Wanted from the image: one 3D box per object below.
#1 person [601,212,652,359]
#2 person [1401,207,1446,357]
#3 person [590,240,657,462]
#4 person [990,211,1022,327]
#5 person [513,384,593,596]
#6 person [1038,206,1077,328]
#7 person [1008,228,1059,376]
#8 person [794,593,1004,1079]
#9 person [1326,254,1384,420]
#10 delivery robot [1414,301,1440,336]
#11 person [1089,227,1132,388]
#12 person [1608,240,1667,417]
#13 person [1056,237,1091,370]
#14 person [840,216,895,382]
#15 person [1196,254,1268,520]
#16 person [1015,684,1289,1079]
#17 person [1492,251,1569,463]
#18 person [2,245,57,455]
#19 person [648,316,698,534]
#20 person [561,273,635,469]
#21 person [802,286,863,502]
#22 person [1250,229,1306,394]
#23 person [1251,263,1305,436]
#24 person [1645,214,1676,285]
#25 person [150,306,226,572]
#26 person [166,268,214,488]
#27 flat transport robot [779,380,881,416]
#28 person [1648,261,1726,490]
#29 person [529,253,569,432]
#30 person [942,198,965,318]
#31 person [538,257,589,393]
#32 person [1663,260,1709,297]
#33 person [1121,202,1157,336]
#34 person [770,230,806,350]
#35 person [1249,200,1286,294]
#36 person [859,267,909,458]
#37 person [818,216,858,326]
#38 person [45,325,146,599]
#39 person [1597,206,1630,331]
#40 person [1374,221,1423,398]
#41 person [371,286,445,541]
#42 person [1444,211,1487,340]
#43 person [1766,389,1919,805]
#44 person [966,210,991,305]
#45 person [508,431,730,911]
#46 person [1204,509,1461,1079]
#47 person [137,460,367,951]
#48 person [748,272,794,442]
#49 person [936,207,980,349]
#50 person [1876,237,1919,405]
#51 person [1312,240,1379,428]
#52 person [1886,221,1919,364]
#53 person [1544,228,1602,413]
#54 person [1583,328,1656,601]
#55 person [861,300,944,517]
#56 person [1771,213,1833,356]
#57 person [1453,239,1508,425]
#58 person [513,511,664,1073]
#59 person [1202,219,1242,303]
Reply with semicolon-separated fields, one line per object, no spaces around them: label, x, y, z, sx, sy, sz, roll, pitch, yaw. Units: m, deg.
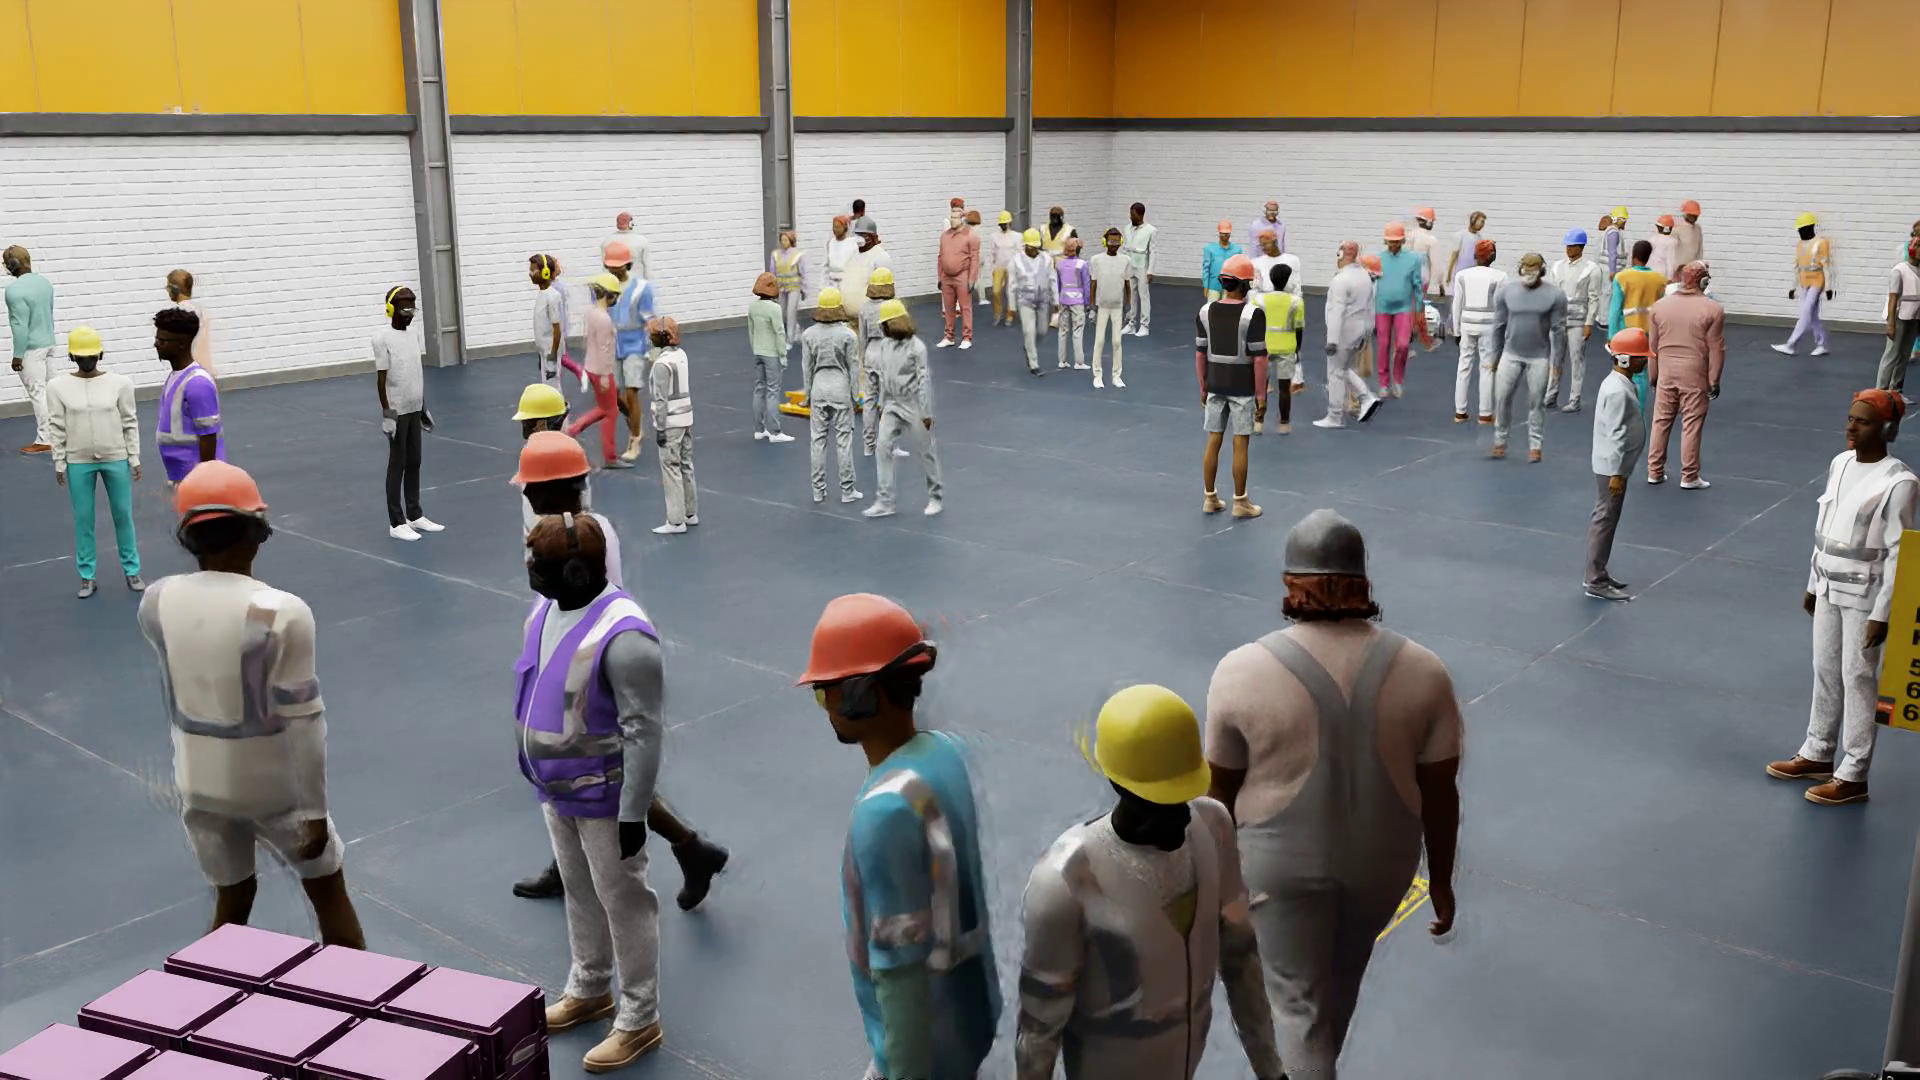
person;-4.317;-3.304;21.666;0.638;1.901;0.402;0;14;-1
person;6.157;-3.407;21.972;0.991;1.938;0.664;-7;16;-25
person;-3.038;-1.738;15.182;0.650;2.010;0.648;3;14;12
person;0.688;-4.071;25.035;0.521;1.743;0.543;3;14;11
person;-2.040;0.090;8.372;0.330;1.767;0.528;-13;19;-43
person;1.459;-4.145;25.183;0.637;1.818;0.669;6;15;21
person;0.862;-2.924;20.368;0.640;1.795;0.696;-5;15;-20
person;-0.202;1.121;3.805;0.877;1.986;0.710;2;14;9
person;4.100;-2.109;17.251;0.584;1.716;0.596;11;18;37
delivery robot;6.594;-3.135;23.522;0.477;0.478;0.707;3;14;13
person;1.739;-2.686;19.285;0.504;1.861;0.328;-1;14;-5
person;6.814;-2.058;16.773;0.622;1.896;0.481;-4;15;-16
person;1.405;-2.935;20.716;0.514;1.641;0.307;11;18;38
person;-1.066;-2.524;18.260;0.539;2.000;0.688;-13;19;-41
person;2.111;-1.177;12.873;0.608;2.044;0.371;11;18;38
person;0.432;1.201;3.728;0.968;1.867;0.598;13;19;41
person;5.123;-1.642;15.002;0.659;1.915;0.449;6;15;23
person;-8.598;-1.761;15.429;0.373;1.935;0.628;0;14;-2
person;-2.151;-0.855;12.430;0.314;1.633;0.520;2;14;9
person;-3.230;-1.474;14.662;0.597;1.735;0.546;-6;15;-23
person;-1.030;-1.174;13.463;0.487;1.746;0.290;4;14;14
person;3.628;-2.596;18.964;0.697;1.848;0.428;7;16;26
person;3.099;-1.863;16.319;0.540;1.696;0.317;3;14;12
person;10.055;-3.790;23.900;0.342;1.748;0.573;-5;15;-18
person;-4.609;-0.417;9.995;0.363;1.965;0.625;-11;18;-37
person;-6.516;-1.358;14.023;0.412;1.836;0.540;2;14;7
flat transport robot;-1.233;-1.531;17.881;0.652;0.197;1.431;12;19;41
person;6.093;-1.379;13.958;0.407;1.908;0.641;-12;18;-39
person;-3.785;-1.683;15.244;0.328;1.874;0.512;-7;16;-25
person;-0.084;-4.477;26.401;0.348;1.879;0.580;9;17;32
person;-4.451;-2.355;18.477;0.690;1.611;0.500;-11;17;-36
person;7.604;-2.136;17.543;0.394;1.620;0.530;-12;18;-39
person;2.585;-3.915;24.080;0.390;1.914;0.587;-13;19;-41
person;-2.324;-3.425;22.721;0.518;1.616;0.641;5;15;20
person;4.620;-4.115;24.899;0.643;1.905;0.399;-7;16;-26
person;-0.709;-1.623;15.264;0.487;1.744;0.294;11;18;38
person;-1.563;-3.379;22.102;0.591;1.842;0.974;9;16;31
person;-5.582;-0.508;10.767;0.523;1.766;0.315;-8;16;-28
person;9.711;-4.037;24.740;0.404;1.828;0.591;5;15;18
person;4.800;-2.546;18.482;0.642;1.966;0.570;4;14;14
person;-4.086;-0.940;12.290;0.328;1.865;0.520;4;15;17
person;7.182;-3.746;23.606;0.582;1.812;0.393;-7;16;-27
person;4.000;0.253;7.481;0.350;1.884;0.583;-1;14;-4
person;0.208;-4.759;28.070;0.515;1.611;0.727;11;18;38
person;-1.344;0.519;6.387;0.814;1.910;0.545;0;14;-1
person;1.038;0.861;4.734;0.698;2.000;1.039;-1;14;-5
person;-2.184;0.732;5.300;0.626;2.015;0.569;3;14;12
person;-1.839;-1.759;16.030;0.284;1.633;0.500;-13;19;-42
person;-0.052;-3.566;22.687;0.643;1.913;0.410;9;17;33
person;10.228;-2.366;18.050;0.563;1.838;0.383;-8;16;-29
person;3.907;-2.053;16.687;0.540;1.887;0.696;10;17;36
person;12.164;-3.157;21.253;0.548;1.805;0.901;9;17;32
person;6.485;-2.338;17.702;0.384;1.949;0.603;-11;18;-37
person;4.247;-0.496;10.736;0.329;1.750;0.573;5;15;19
person;-0.460;-1.011;12.907;0.549;1.688;0.787;13;19;42
person;11.171;-3.351;21.913;0.856;1.865;0.682;-1;14;-6
person;5.303;-2.118;16.962;0.575;1.882;0.355;11;18;38
person;-1.200;0.803;5.374;0.430;1.840;0.625;-12;18;-40
person;3.571;-3.479;22.654;0.562;1.753;0.333;-2;14;-9
